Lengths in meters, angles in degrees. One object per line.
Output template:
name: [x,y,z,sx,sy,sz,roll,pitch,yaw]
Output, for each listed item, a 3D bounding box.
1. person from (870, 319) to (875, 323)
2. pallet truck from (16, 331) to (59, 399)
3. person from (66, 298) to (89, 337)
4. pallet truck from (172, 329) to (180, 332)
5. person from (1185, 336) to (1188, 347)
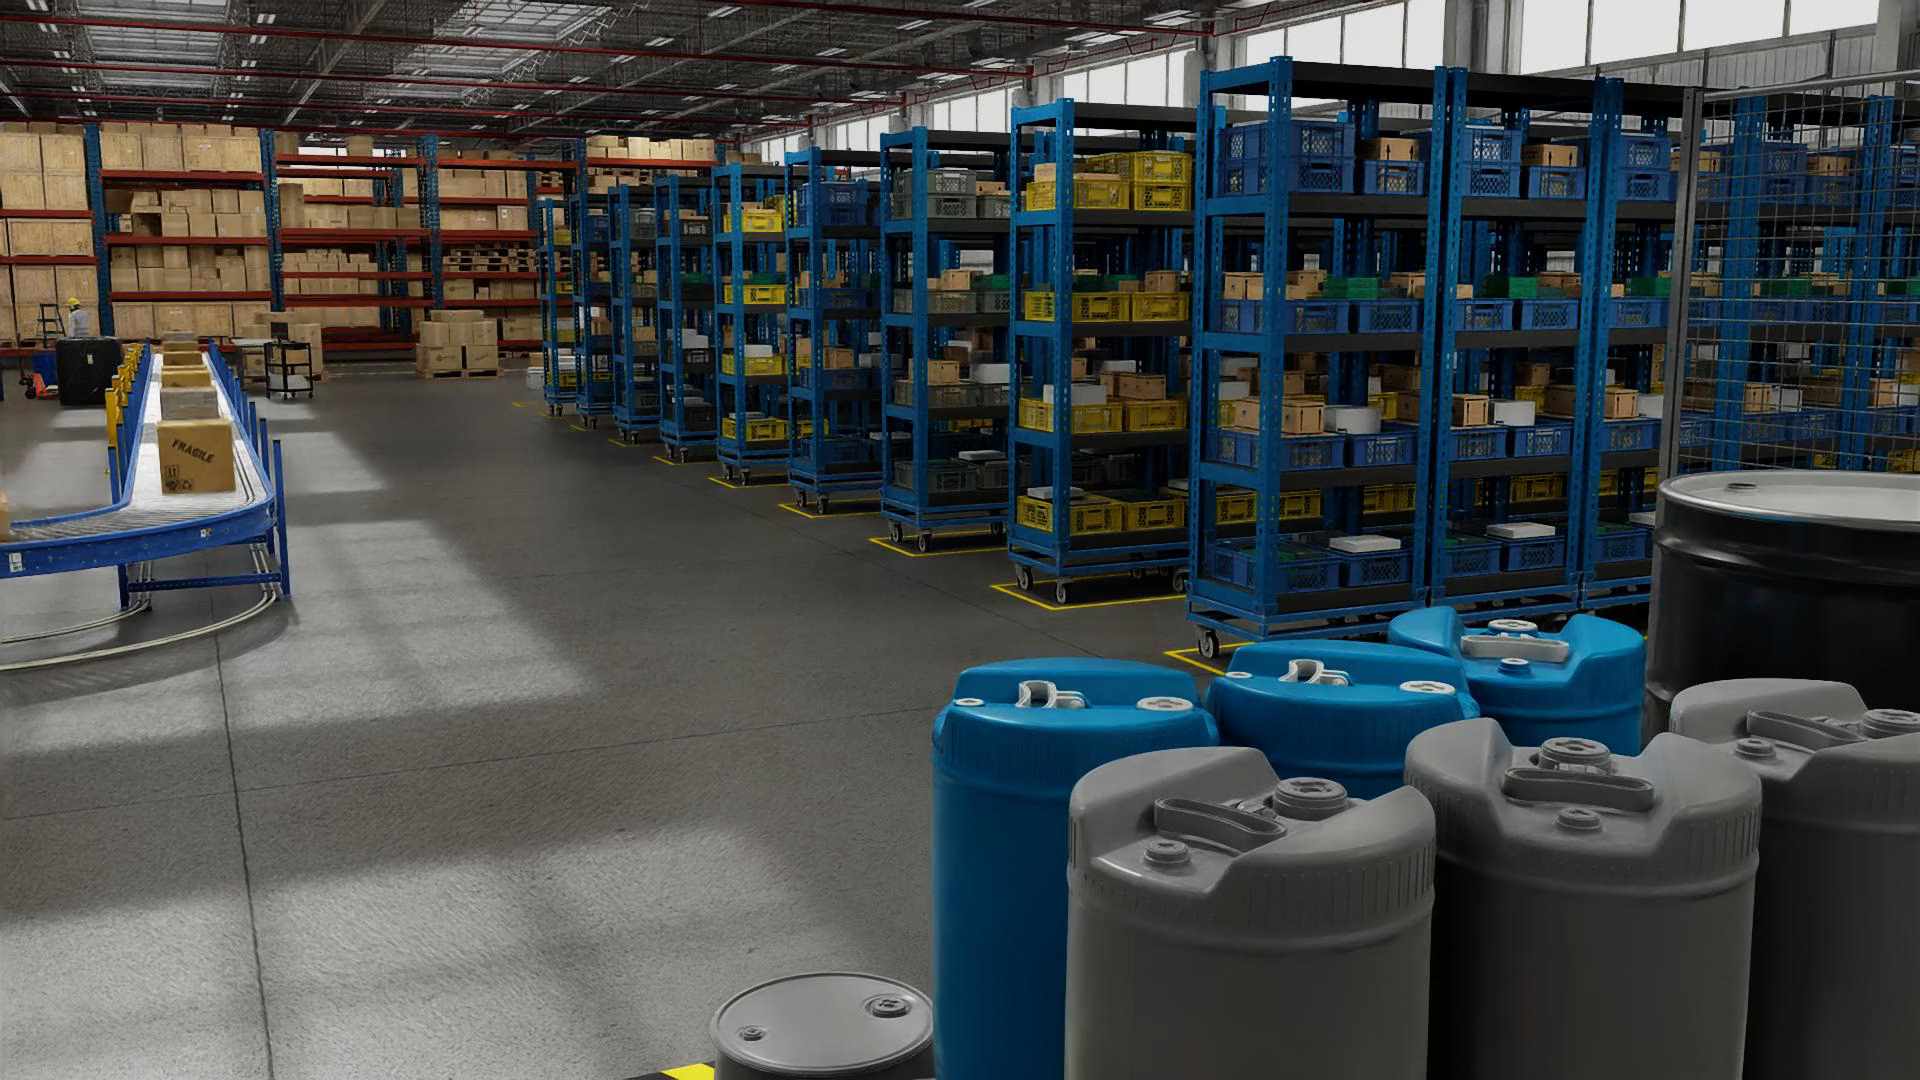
person: [-2.432,-6.590,49.960,0.730,1.926,1.015,5,10,26]
pallet truck: [-17.082,-3.353,31.781,1.630,1.274,0.653,-4,10,-25]
person: [-20.235,-4.635,38.169,0.422,1.816,0.585,2,9,11]
pallet truck: [-17.275,-3.851,35.096,1.601,1.201,0.680,0,9,1]
person: [3.273,-2.624,25.619,0.604,1.818,0.735,-2,9,-13]
